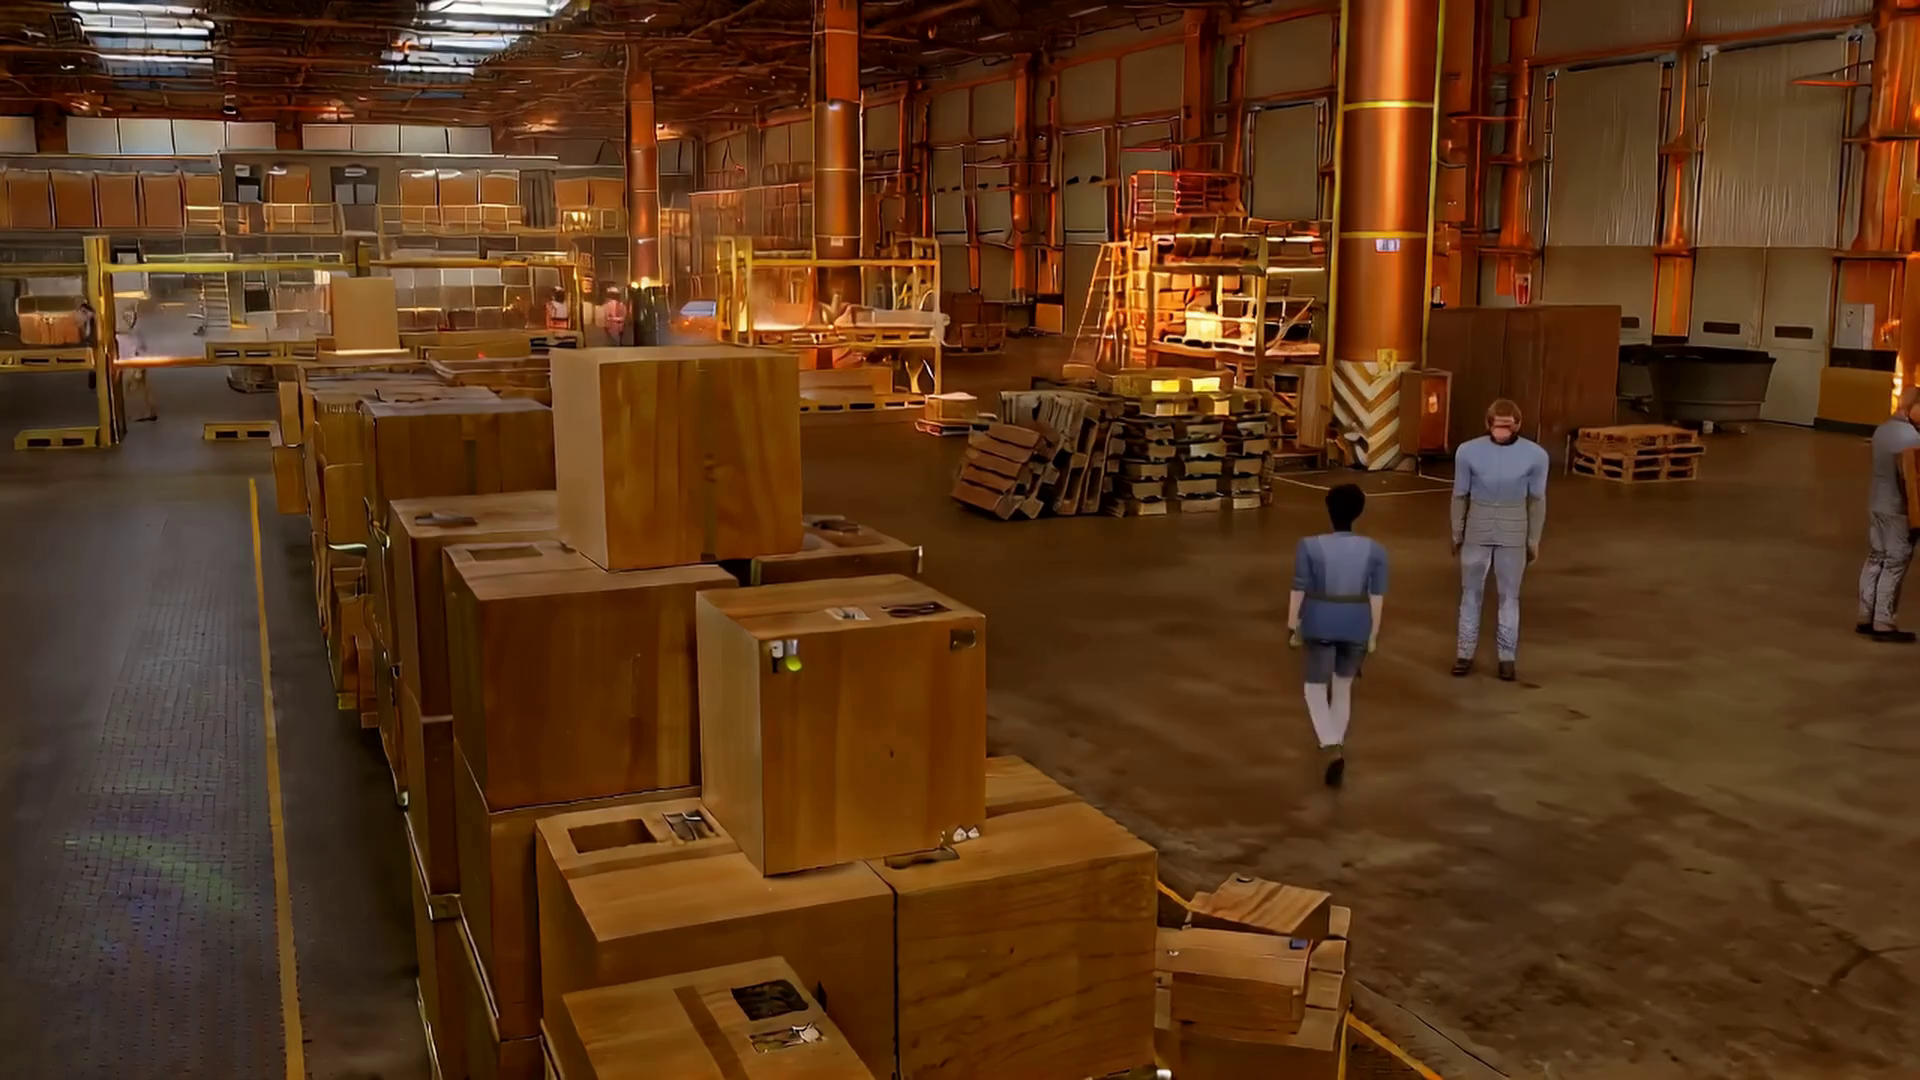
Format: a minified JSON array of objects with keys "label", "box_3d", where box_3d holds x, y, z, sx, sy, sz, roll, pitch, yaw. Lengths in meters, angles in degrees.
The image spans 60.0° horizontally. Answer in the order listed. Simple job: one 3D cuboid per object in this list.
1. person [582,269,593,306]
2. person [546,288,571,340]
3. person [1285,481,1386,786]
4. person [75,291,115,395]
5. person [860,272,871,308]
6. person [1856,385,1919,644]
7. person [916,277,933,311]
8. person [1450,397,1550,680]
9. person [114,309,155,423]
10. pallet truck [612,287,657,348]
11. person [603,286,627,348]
[{"label":"person","box_3d":[-13.332,-8.719,59.433,0.584,1.911,0.392,7,13,35]},{"label":"person","box_3d":[-9.030,-4.724,37.475,0.576,1.882,0.355,-7,12,-32]},{"label":"person","box_3d":[2.093,0.514,9.193,0.536,1.676,0.740,-1,10,-3]},{"label":"person","box_3d":[-16.492,-3.793,31.903,0.868,2.000,0.698,3,11,15]},{"label":"person","box_3d":[-3.506,-8.847,60.466,0.545,1.805,0.885,2,10,8]},{"label":"person","box_3d":[6.965,-0.189,12.369,0.381,1.929,0.634,0,10,1]},{"label":"person","box_3d":[-1.140,-7.144,50.988,0.659,1.833,0.431,-5,11,-23]},{"label":"person","box_3d":[3.657,-0.010,11.348,0.627,1.937,0.372,4,11,21]},{"label":"person","box_3d":[-13.526,-2.814,27.033,0.741,1.844,0.565,-4,11,-22]},{"label":"pallet truck","box_3d":[-6.464,-4.406,35.401,0.823,1.965,1.885,6,12,32]},{"label":"person","box_3d":[-7.820,-4.789,37.688,0.425,1.935,0.605,6,12,32]}]
